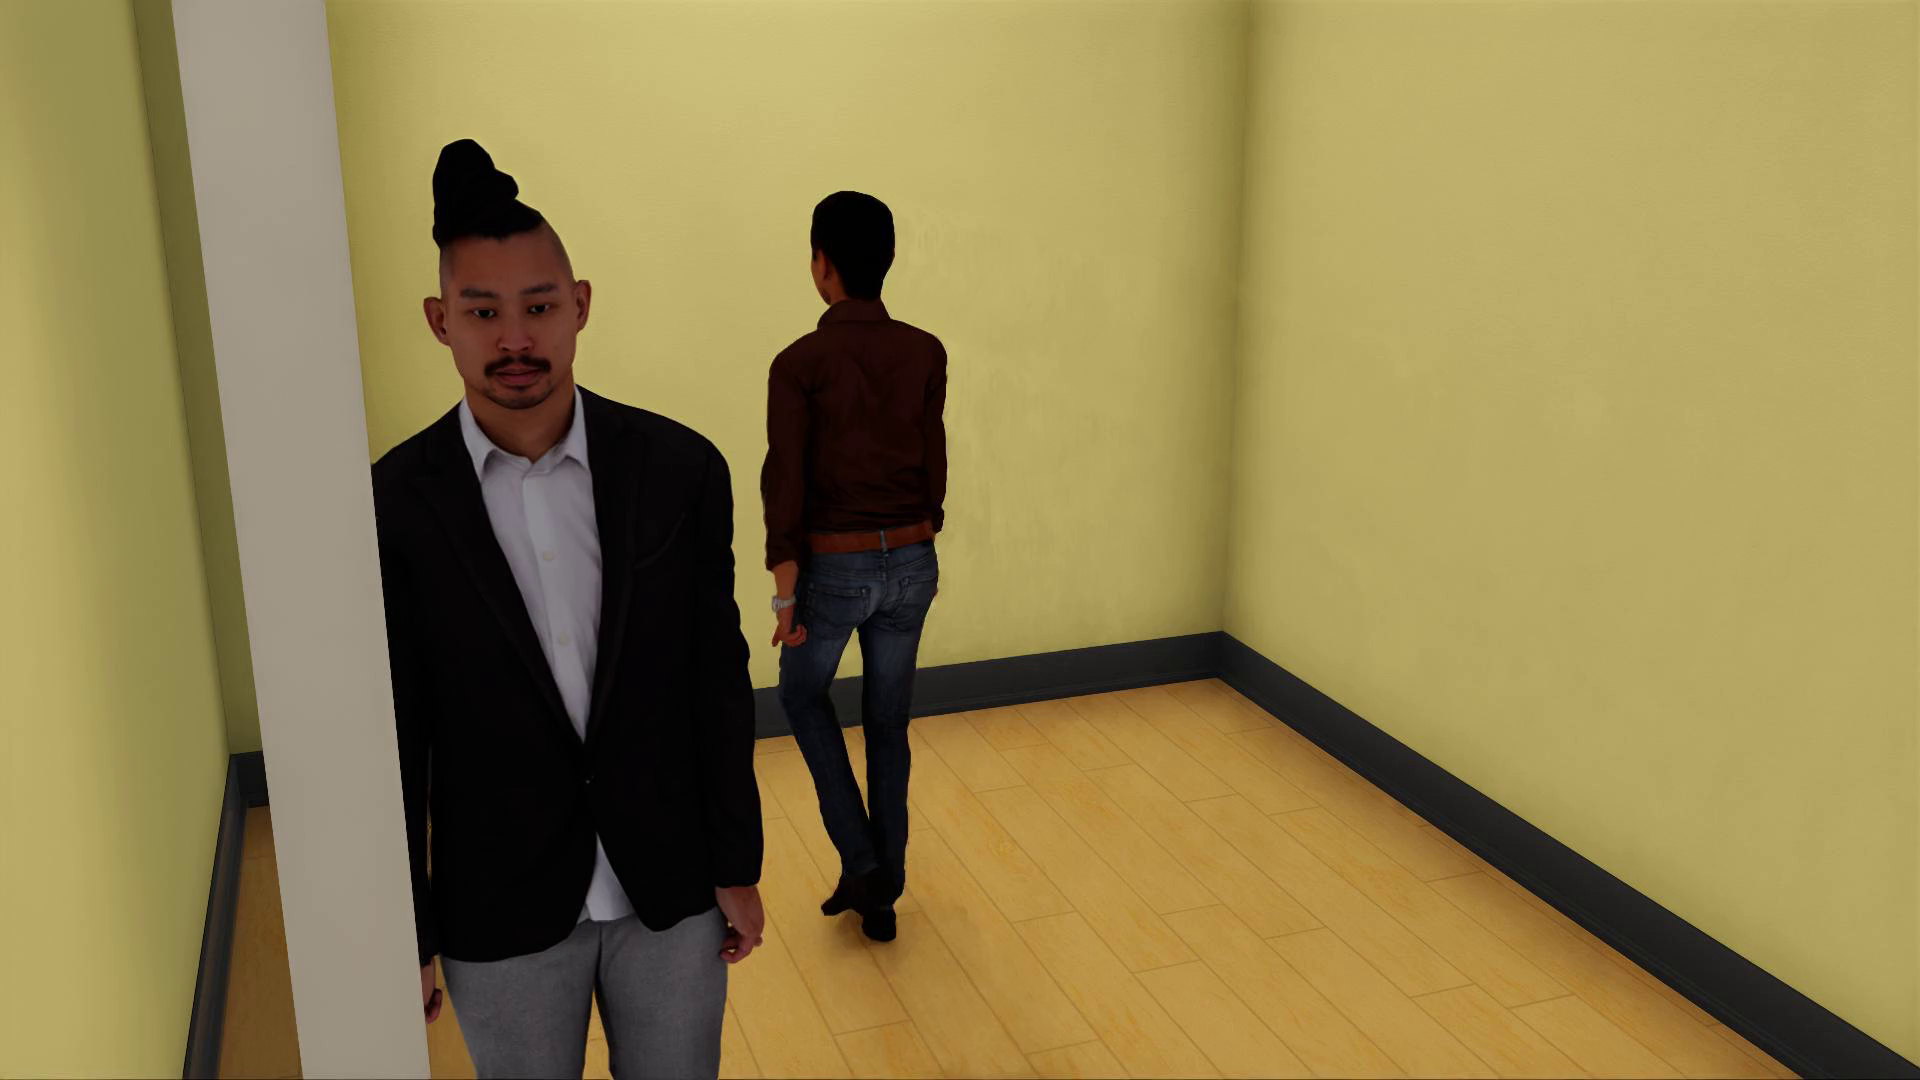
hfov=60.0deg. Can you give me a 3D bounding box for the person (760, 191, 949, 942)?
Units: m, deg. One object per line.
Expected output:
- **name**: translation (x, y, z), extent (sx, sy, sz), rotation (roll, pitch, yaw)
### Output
- **person**: translation (-0.181, 0.117, 3.803), extent (0.596, 1.767, 0.747), rotation (-8, 18, -26)

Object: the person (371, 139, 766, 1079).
- **person**: translation (-0.551, 0.432, 2.349), extent (0.535, 1.951, 0.771), rotation (-6, 17, -22)
